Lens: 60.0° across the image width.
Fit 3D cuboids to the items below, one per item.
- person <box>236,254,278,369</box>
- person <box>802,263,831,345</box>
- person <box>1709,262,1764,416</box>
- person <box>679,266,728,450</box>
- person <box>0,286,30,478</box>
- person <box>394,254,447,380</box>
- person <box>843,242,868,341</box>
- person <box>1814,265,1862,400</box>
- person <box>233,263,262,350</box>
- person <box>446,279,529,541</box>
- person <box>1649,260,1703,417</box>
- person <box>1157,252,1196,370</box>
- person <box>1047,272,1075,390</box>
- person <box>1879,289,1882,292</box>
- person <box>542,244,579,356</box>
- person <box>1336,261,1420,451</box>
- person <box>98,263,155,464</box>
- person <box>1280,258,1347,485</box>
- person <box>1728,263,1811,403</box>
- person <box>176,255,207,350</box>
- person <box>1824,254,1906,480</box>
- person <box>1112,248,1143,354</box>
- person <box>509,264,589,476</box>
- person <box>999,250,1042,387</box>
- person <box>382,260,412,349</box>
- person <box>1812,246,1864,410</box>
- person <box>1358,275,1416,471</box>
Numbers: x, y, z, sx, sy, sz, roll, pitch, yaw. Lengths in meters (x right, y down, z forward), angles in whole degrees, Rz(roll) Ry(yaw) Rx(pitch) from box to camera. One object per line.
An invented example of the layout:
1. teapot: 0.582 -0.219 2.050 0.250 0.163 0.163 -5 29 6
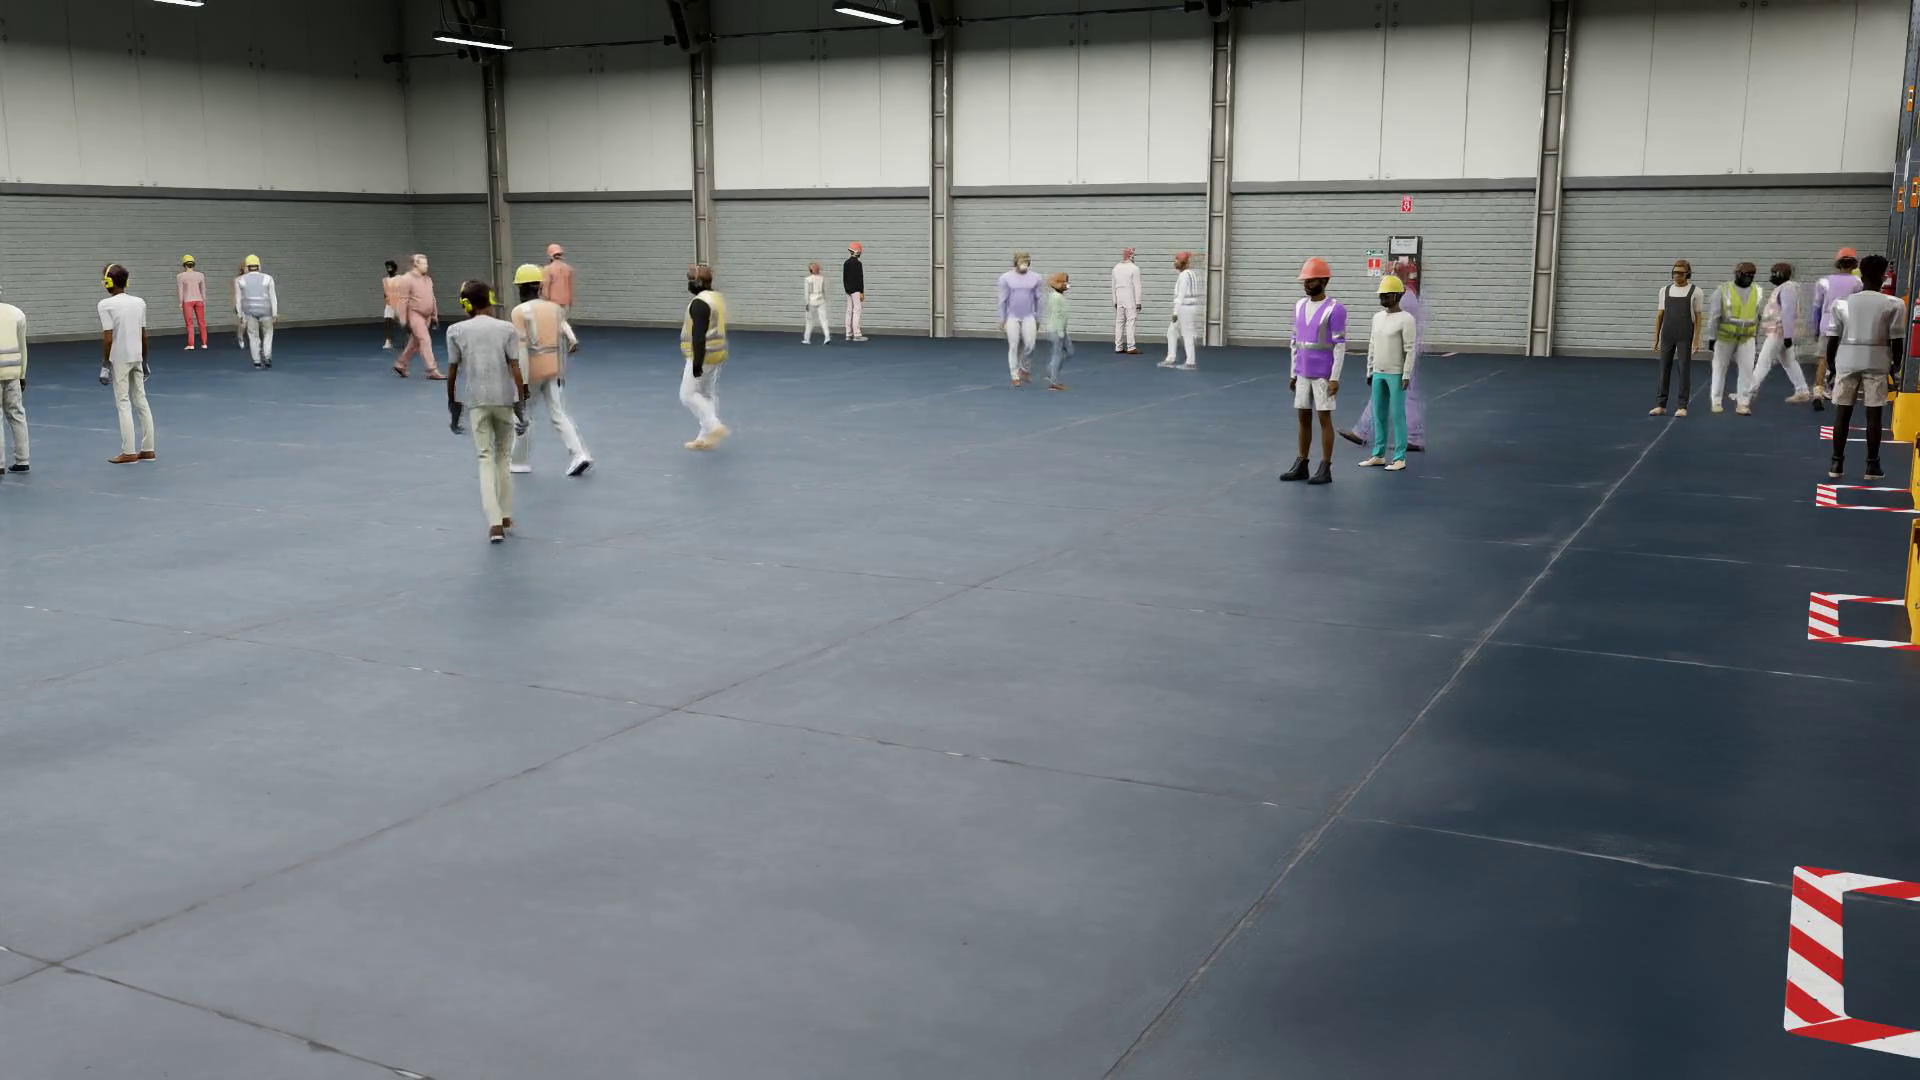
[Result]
1. person: -11.278 -3.663 26.704 0.623 1.814 0.532 -3 11 -17
2. person: -2.788 -4.595 32.380 0.534 1.601 0.850 -8 13 -37
3. person: 9.227 -2.387 19.757 0.657 1.808 0.774 1 10 6
4. person: -2.536 -1.780 16.411 0.438 1.832 0.658 1 10 6
5. person: -8.502 -1.458 14.651 0.404 1.833 0.588 4 11 21
6. person: -8.067 -3.308 24.672 0.992 1.859 0.641 3 11 17
7. person: -2.125 -5.041 33.746 0.388 1.992 0.625 -7 13 -35
8. person: 11.354 -2.649 21.365 0.538 1.753 0.401 -10 14 -42
9. person: -13.281 -4.344 30.989 0.522 1.613 0.693 -9 14 -41
10. person: -3.342 -0.925 11.773 0.540 1.822 0.875 -4 11 -21
11. person: 8.436 -2.367 19.573 0.520 1.843 0.331 9 14 41
12. person: 3.416 -3.623 26.366 0.755 1.859 0.617 1 10 8
13. person: 1.403 -2.870 22.921 0.358 1.618 0.510 3 11 16
14. person: 12.683 -2.897 23.118 0.824 1.592 0.517 -2 11 -9
15. person: -7.099 -4.233 29.400 0.484 1.980 0.612 7 13 35
16. person: 4.190 -1.822 16.528 0.932 1.863 0.674 5 12 25
17. person: -7.829 -1.646 15.580 0.329 1.870 0.508 4 11 22
18. person: 3.040 -1.444 14.285 0.376 1.939 0.547 -7 13 -35
19. person: 10.426 -2.631 21.192 0.972 1.784 0.630 4 11 21
20. person: -14.318 -4.423 31.002 0.309 1.769 0.525 9 14 40
21. person: 7.920 -1.512 14.584 0.611 1.962 0.364 7 13 35
22. person: 3.033 -4.295 29.919 0.407 1.906 0.655 -9 14 -40
23. person: -3.709 -1.502 14.740 0.948 1.885 0.606 6 12 28
24. person: 0.852 -3.108 23.415 0.636 1.922 0.441 -1 10 -7
25. person: -10.665 -4.466 31.522 0.534 1.667 0.821 2 11 13
26. person: 10.715 -2.575 20.297 0.607 2.008 0.953 7 12 34
27. person: 3.904 -1.518 15.160 0.310 1.768 0.533 -6 12 -30
